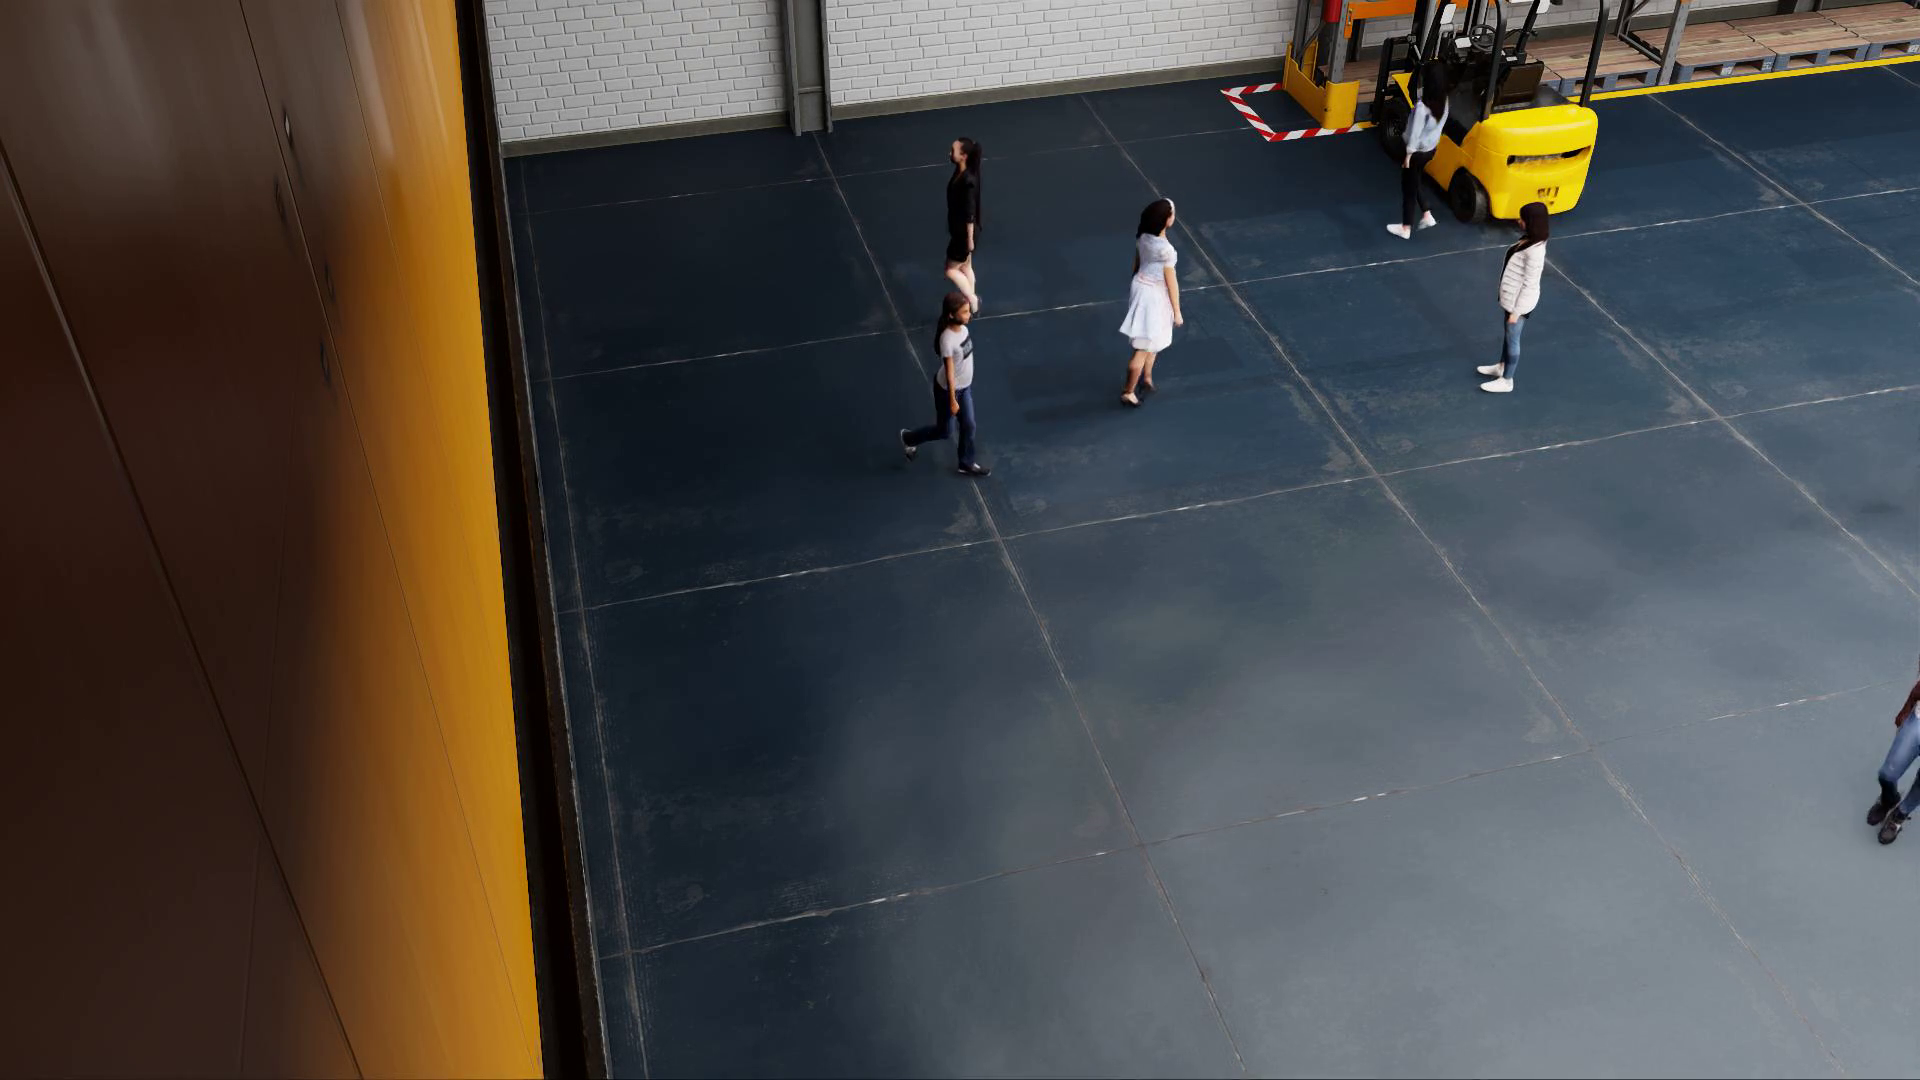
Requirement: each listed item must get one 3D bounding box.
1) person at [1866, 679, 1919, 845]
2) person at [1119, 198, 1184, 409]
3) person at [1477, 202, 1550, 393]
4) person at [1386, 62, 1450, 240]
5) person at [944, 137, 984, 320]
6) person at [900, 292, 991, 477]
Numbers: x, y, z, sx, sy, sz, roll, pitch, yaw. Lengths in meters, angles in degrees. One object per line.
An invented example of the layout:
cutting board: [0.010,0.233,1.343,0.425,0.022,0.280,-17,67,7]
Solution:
person: [5.569,1.033,9.402,0.743,1.715,0.782,32,48,33]
person: [1.389,-1.769,12.845,0.858,1.797,0.726,-16,41,-19]
person: [4.431,-1.932,13.178,0.687,1.635,0.694,6,39,8]
person: [4.242,-3.490,15.072,0.830,1.706,0.773,30,48,32]
person: [0.119,-2.573,13.942,0.596,1.685,0.625,-6,39,-7]
person: [-0.111,-1.132,12.248,0.985,1.546,0.884,15,41,18]
